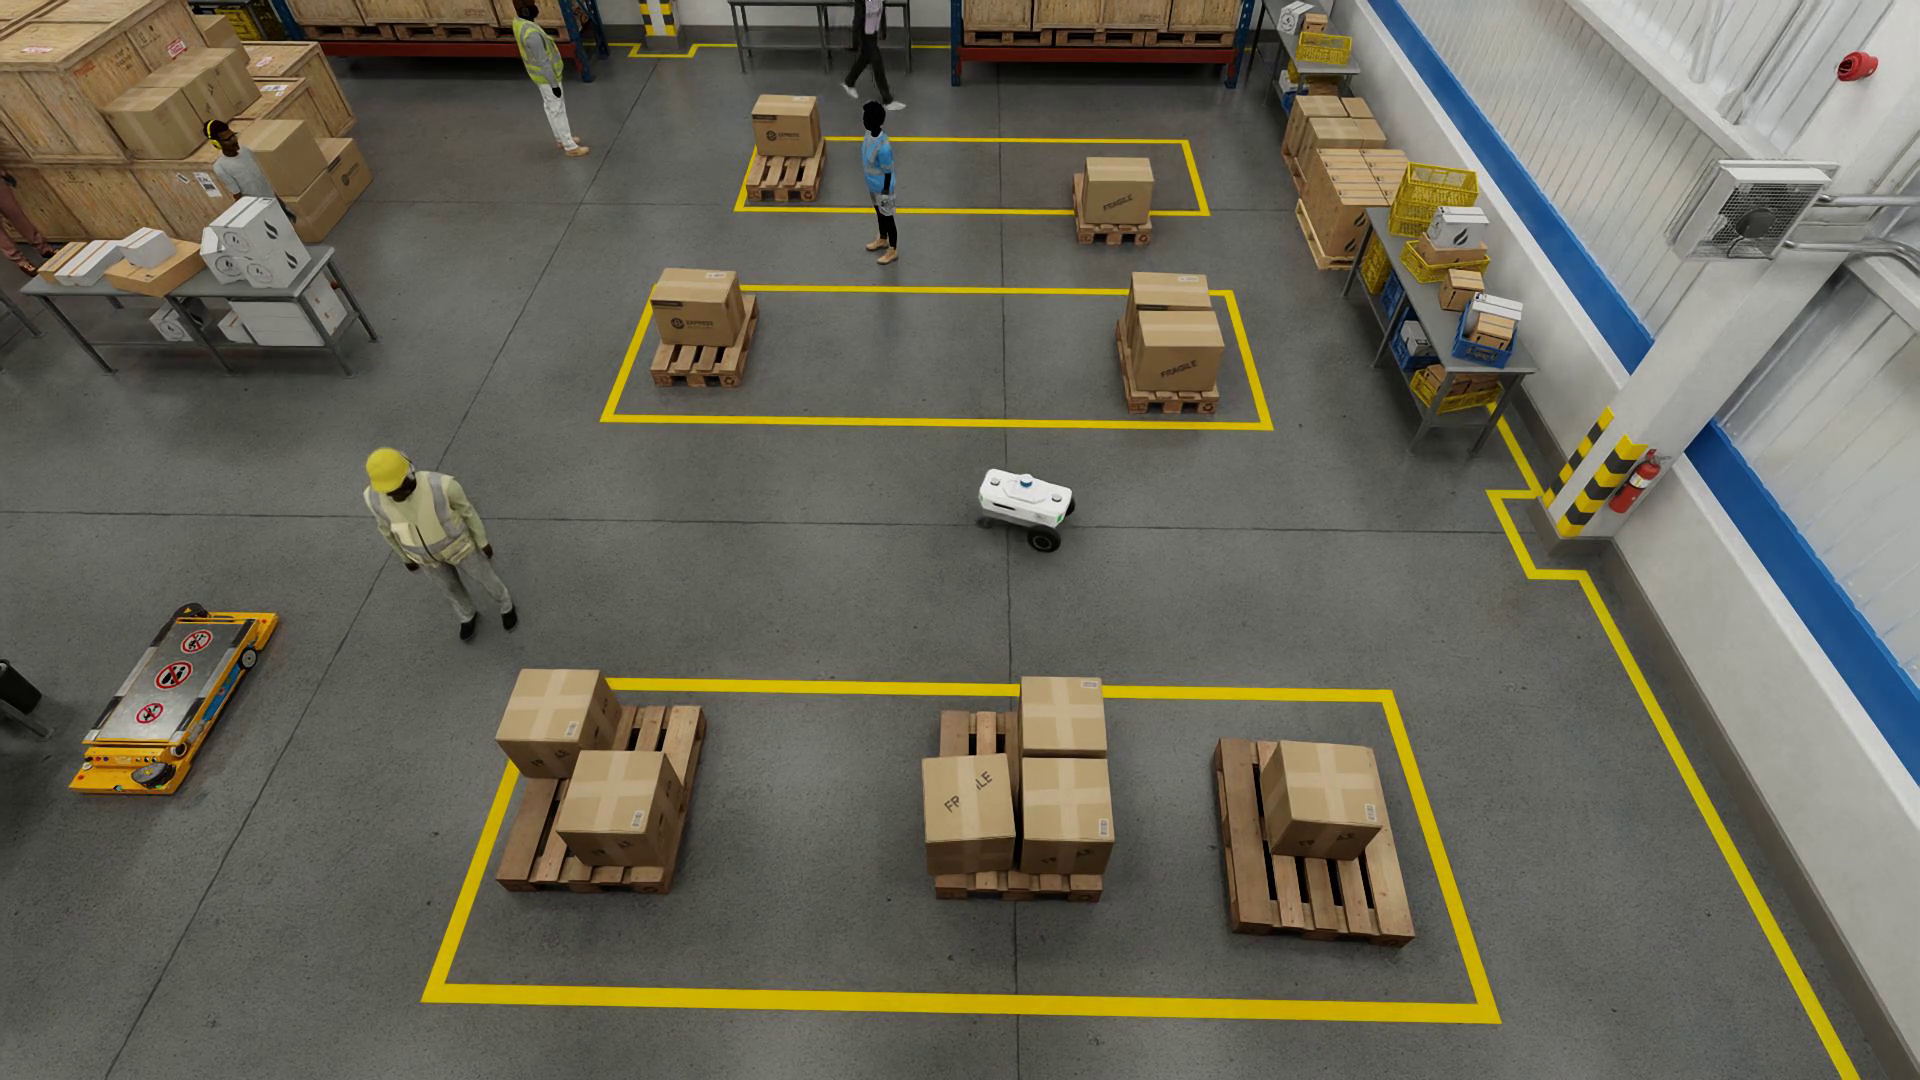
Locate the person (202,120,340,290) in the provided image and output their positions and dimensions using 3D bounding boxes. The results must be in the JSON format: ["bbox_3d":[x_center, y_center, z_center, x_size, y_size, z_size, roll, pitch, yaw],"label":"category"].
[{"bbox_3d":[-6.778,-3.194,9.011,0.328,1.872,0.513,1,50,0],"label":"person"}]

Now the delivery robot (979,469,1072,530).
[{"bbox_3d":[0.522,-0.333,7.387,0.707,0.478,0.477,16,52,13],"label":"delivery robot"}]

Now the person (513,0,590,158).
[{"bbox_3d":[-4.971,-5.596,11.062,0.429,1.842,0.634,-27,55,-21],"label":"person"}]

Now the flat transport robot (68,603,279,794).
[{"bbox_3d":[-5.504,1.072,6.442,0.652,0.197,1.431,1,50,1],"label":"flat transport robot"}]

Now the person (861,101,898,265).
[{"bbox_3d":[-0.843,-3.712,9.562,0.319,1.696,0.532,-20,53,-16],"label":"person"}]

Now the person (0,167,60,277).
[{"bbox_3d":[-10.058,-3.659,9.381,0.402,1.911,0.639,10,50,8],"label":"person"}]

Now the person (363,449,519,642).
[{"bbox_3d":[-3.557,0.049,6.294,0.600,1.827,0.404,-11,51,-10],"label":"person"}]

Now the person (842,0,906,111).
[{"bbox_3d":[-1.224,-6.618,11.919,0.996,1.866,0.646,18,52,14],"label":"person"}]
